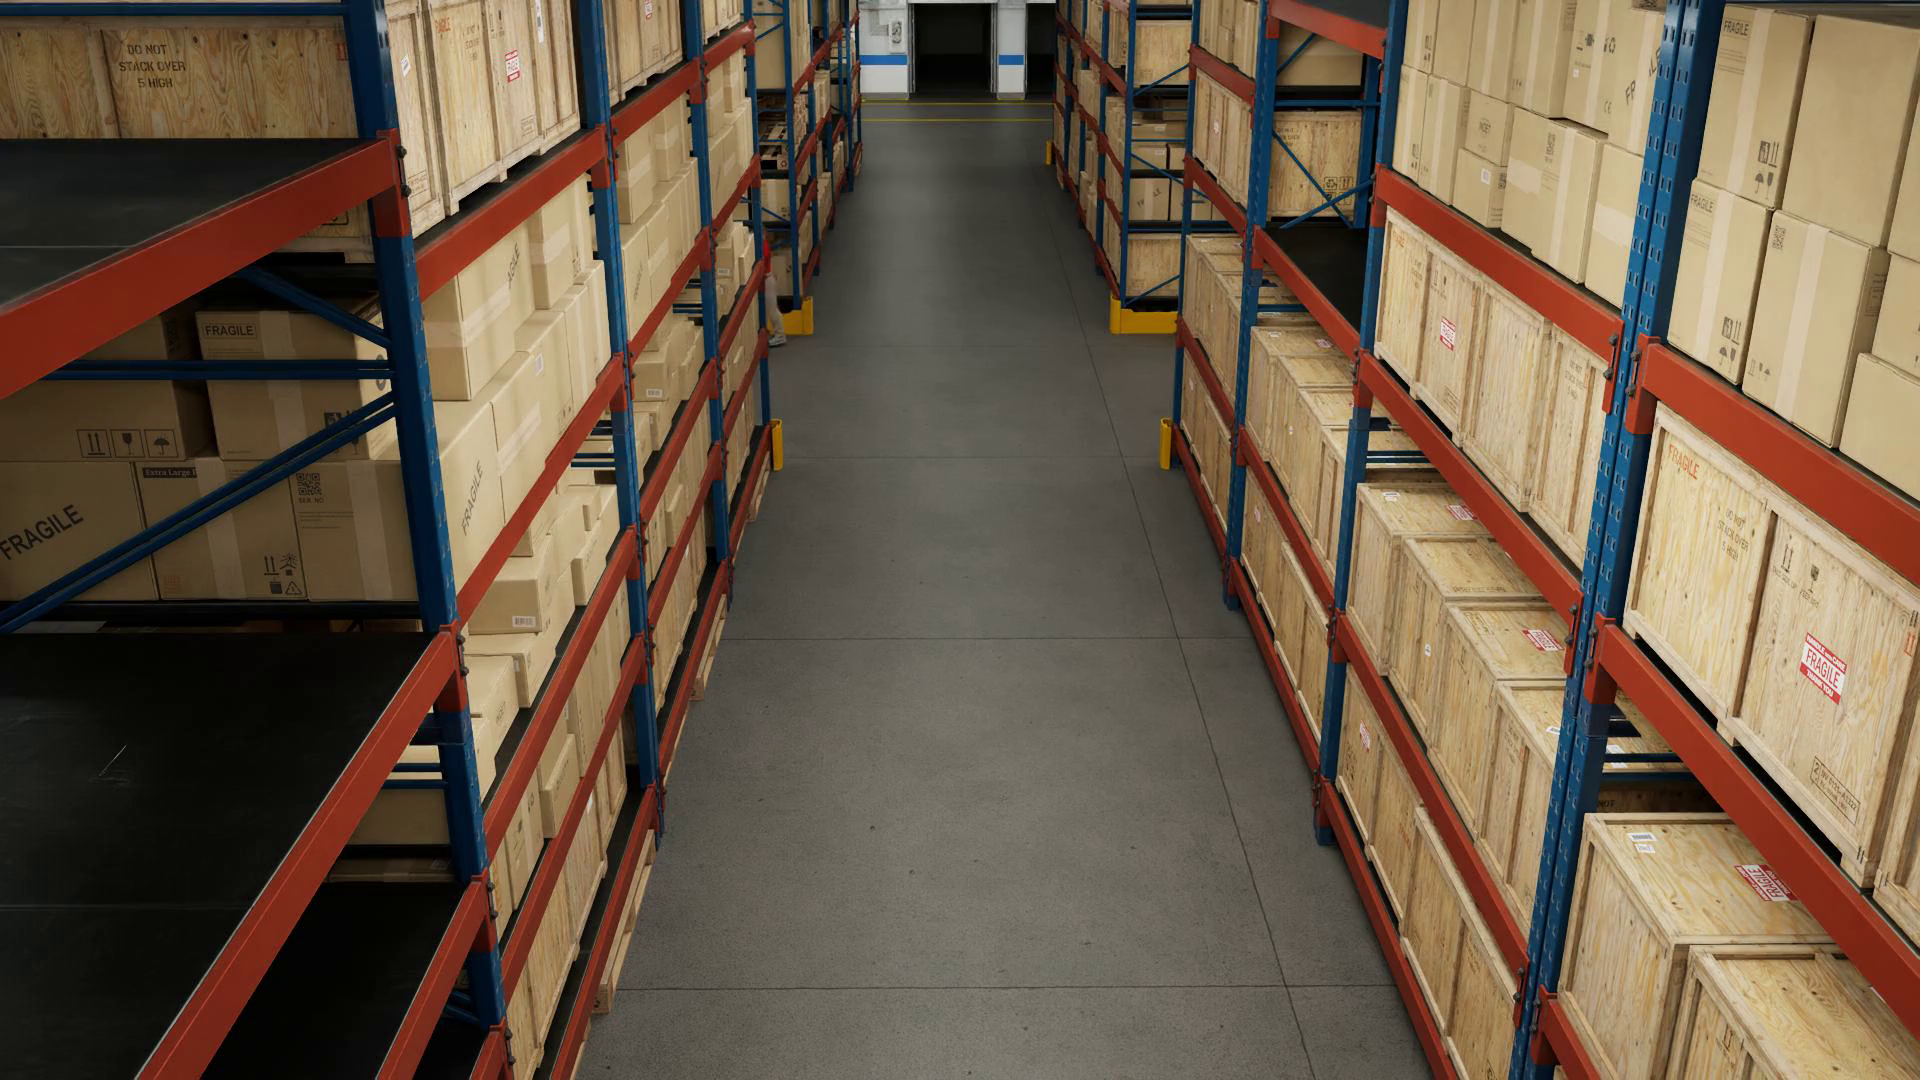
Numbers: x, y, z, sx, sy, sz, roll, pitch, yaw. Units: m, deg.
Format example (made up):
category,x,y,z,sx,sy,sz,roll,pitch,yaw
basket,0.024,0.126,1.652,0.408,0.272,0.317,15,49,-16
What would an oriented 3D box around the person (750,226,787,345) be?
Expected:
category,x,y,z,sx,sy,sz,roll,pitch,yaw
person,-2.873,-3.644,23.770,0.722,1.719,0.569,-4,22,-9
